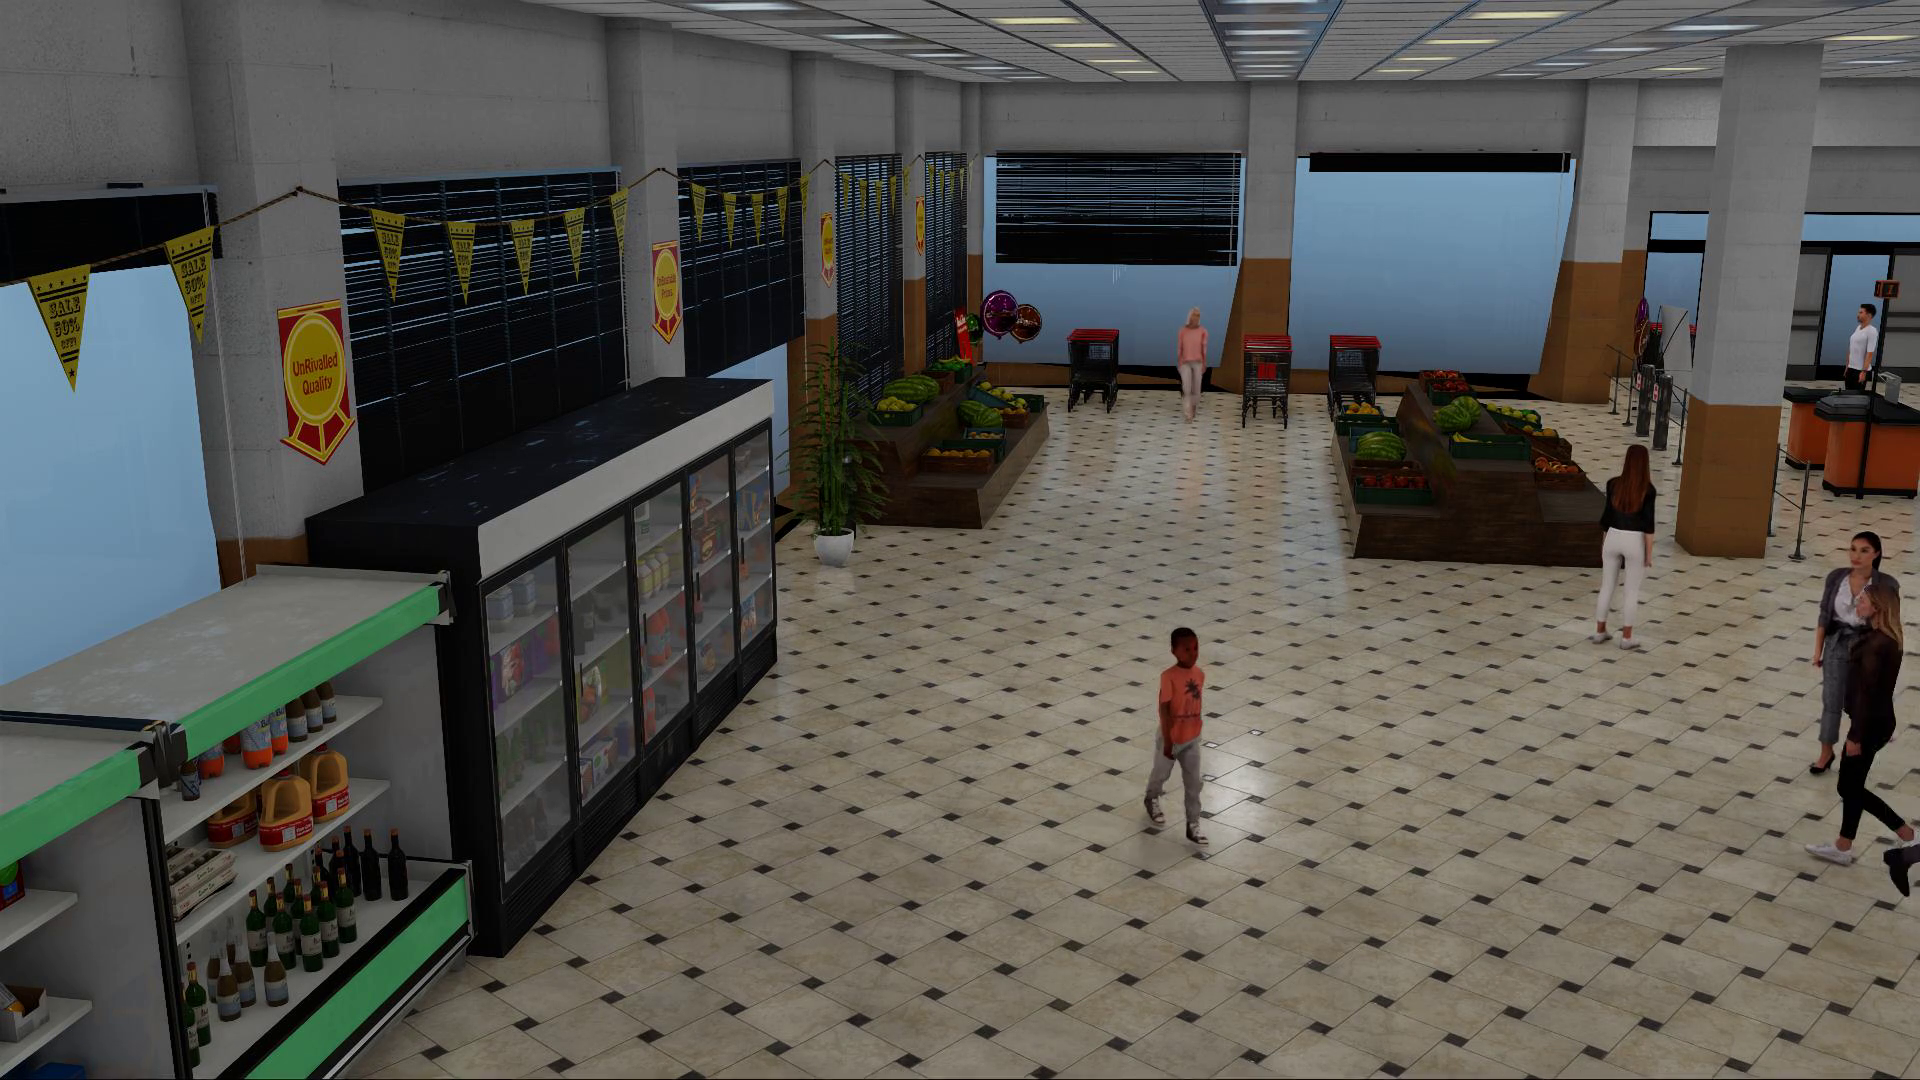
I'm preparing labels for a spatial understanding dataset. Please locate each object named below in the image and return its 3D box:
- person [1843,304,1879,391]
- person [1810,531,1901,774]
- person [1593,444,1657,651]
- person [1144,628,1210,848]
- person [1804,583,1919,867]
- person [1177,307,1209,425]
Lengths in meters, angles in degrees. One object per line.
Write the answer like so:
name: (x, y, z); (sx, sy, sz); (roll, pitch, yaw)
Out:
person: (12.811, -2.444, 23.696); (0.765, 1.852, 0.569); (0, 14, -1)
person: (5.854, 0.754, 10.889); (0.757, 1.675, 0.719); (-12, 18, -41)
person: (5.496, 0.049, 13.744); (0.667, 1.699, 0.690); (13, 19, 42)
person: (1.280, 1.152, 10.051); (0.757, 1.296, 0.961); (-5, 14, -18)
person: (5.239, 1.094, 9.445); (0.907, 1.694, 0.917); (11, 17, 37)
person: (3.438, -2.597, 24.648); (0.616, 1.702, 1.024); (2, 14, 7)
